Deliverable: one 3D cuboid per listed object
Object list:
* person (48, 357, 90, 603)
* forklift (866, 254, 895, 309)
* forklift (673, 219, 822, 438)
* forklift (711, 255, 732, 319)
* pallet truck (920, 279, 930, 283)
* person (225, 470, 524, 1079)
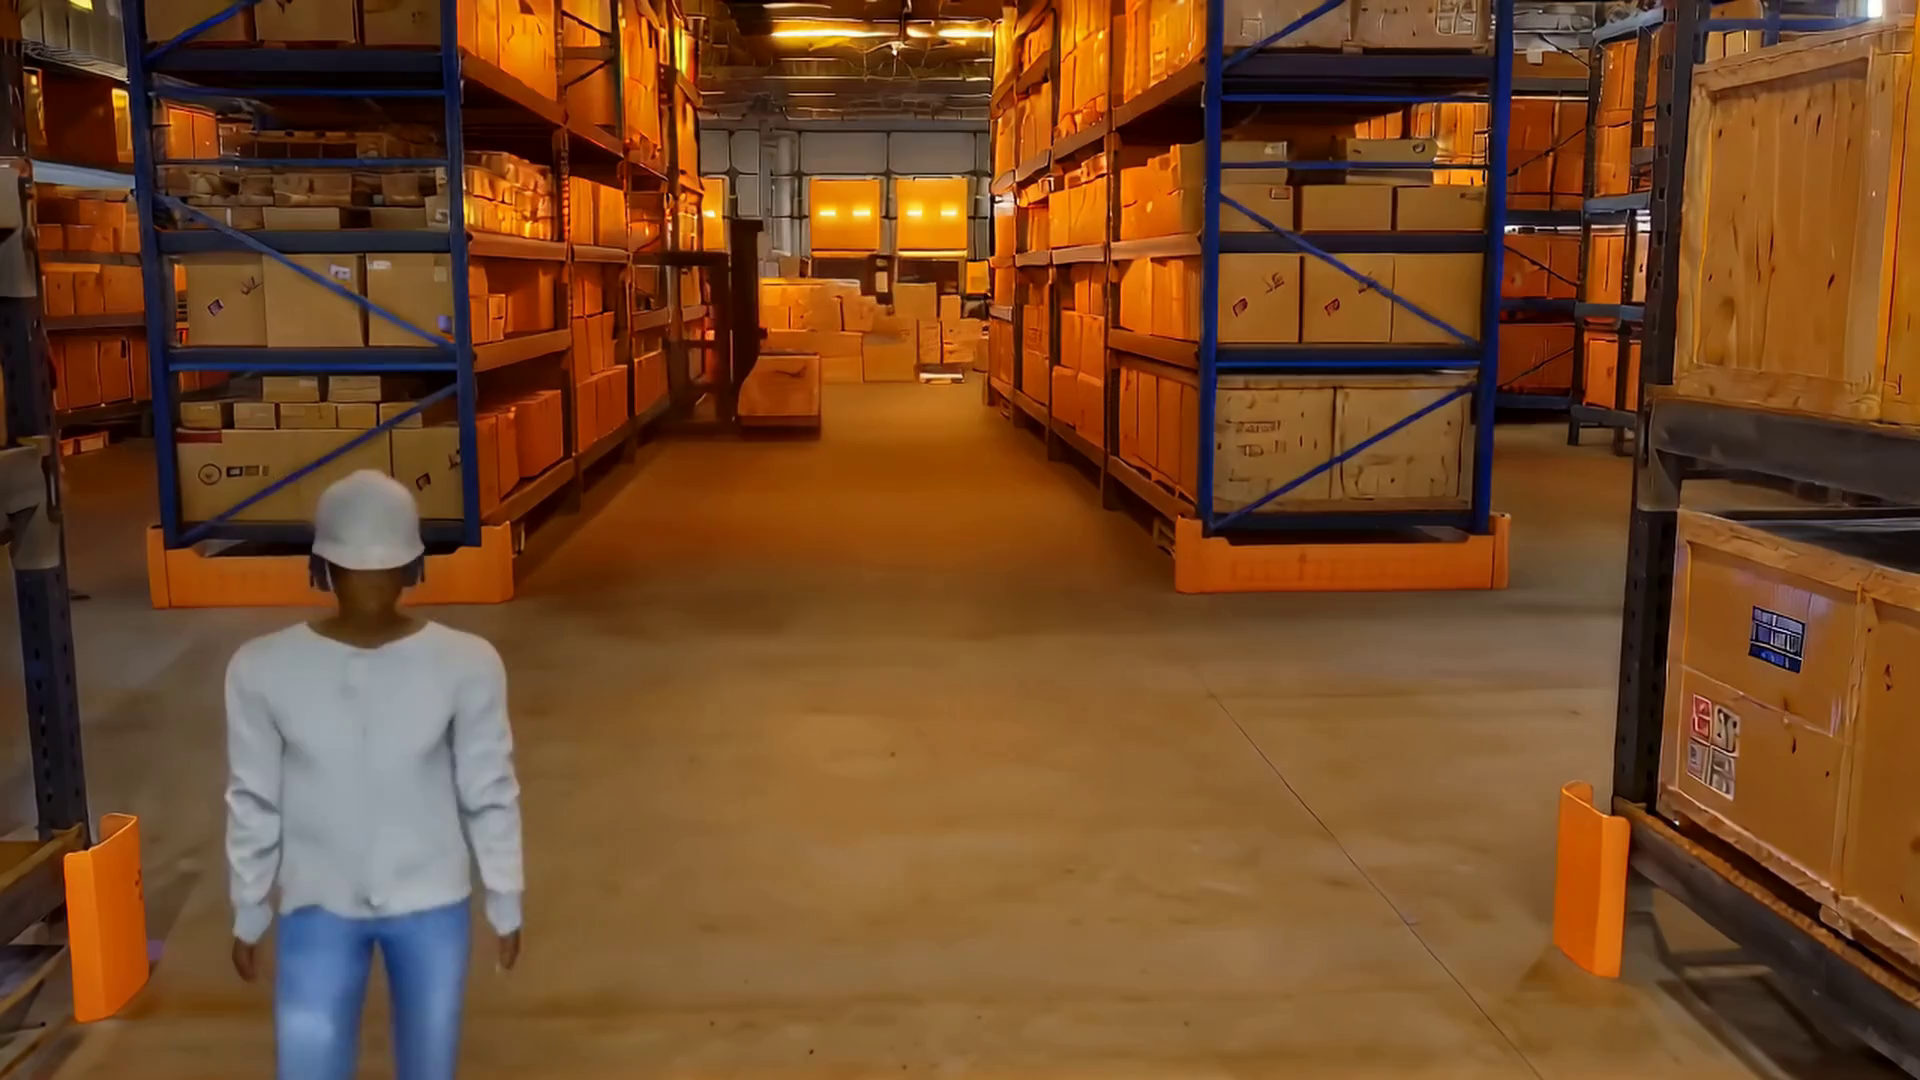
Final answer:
[{"bbox_3d":[-5.925,-0.401,10.749,0.497,1.634,0.278,6,11,34],"label":"person"},{"bbox_3d":[-2.661,-8.222,55.954,1.129,2.768,1.873,-5,10,-30],"label":"forklift"},{"bbox_3d":[-2.767,-2.761,21.667,1.873,2.768,1.129,-1,9,-4],"label":"forklift"},{"bbox_3d":[-8.368,-8.713,59.038,1.129,2.768,1.873,-1,9,-4],"label":"forklift"},{"bbox_3d":[-0.932,-8.922,63.114,1.885,1.965,0.823,2,9,13],"label":"pallet truck"},{"bbox_3d":[-1.138,0.730,3.271,0.556,1.748,0.424,-3,10,-19],"label":"person"}]
